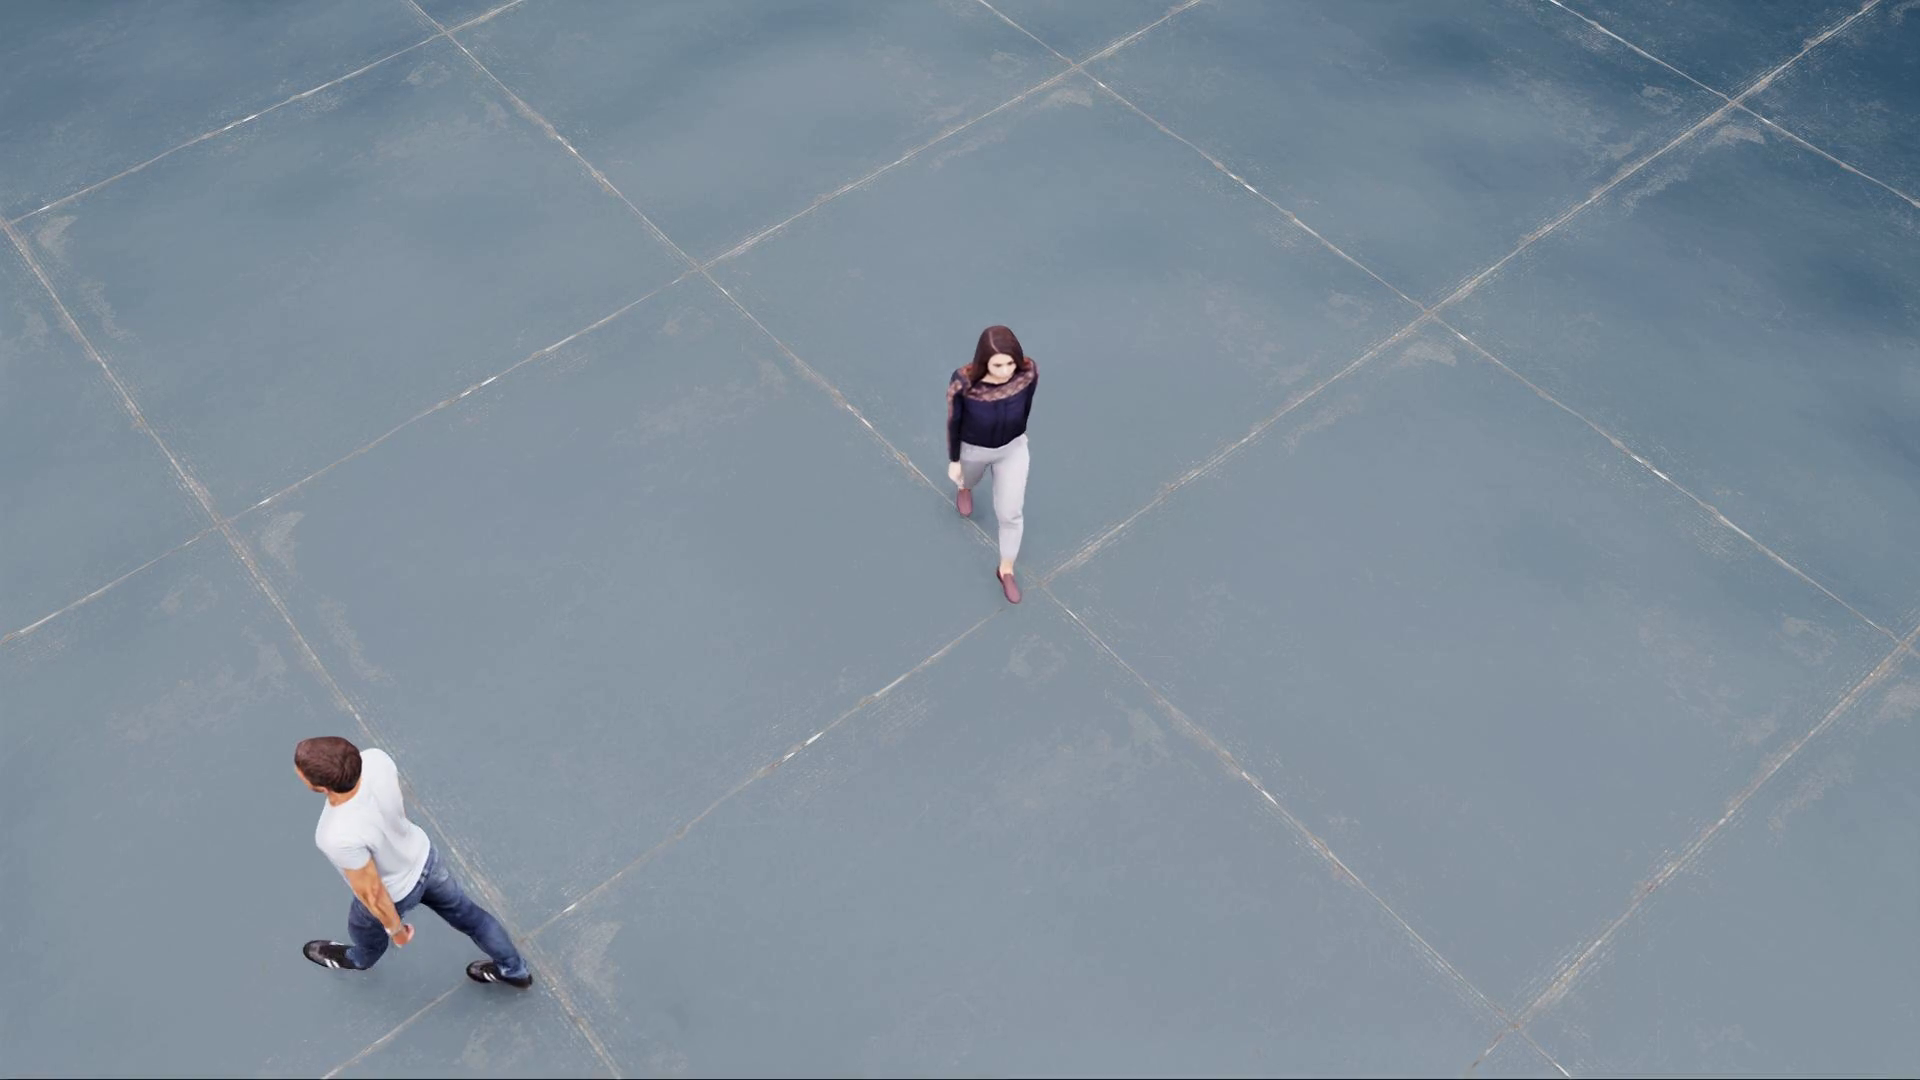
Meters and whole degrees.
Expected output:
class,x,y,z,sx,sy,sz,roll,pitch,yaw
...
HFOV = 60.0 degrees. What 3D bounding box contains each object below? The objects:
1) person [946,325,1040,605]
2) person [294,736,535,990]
class,x,y,z,sx,sy,sz,roll,pitch,yaw
person,0.115,-0.469,7.910,1.077,1.572,0.983,-9,53,-7
person,-2.070,1.302,6.382,1.196,1.821,1.197,8,53,7
